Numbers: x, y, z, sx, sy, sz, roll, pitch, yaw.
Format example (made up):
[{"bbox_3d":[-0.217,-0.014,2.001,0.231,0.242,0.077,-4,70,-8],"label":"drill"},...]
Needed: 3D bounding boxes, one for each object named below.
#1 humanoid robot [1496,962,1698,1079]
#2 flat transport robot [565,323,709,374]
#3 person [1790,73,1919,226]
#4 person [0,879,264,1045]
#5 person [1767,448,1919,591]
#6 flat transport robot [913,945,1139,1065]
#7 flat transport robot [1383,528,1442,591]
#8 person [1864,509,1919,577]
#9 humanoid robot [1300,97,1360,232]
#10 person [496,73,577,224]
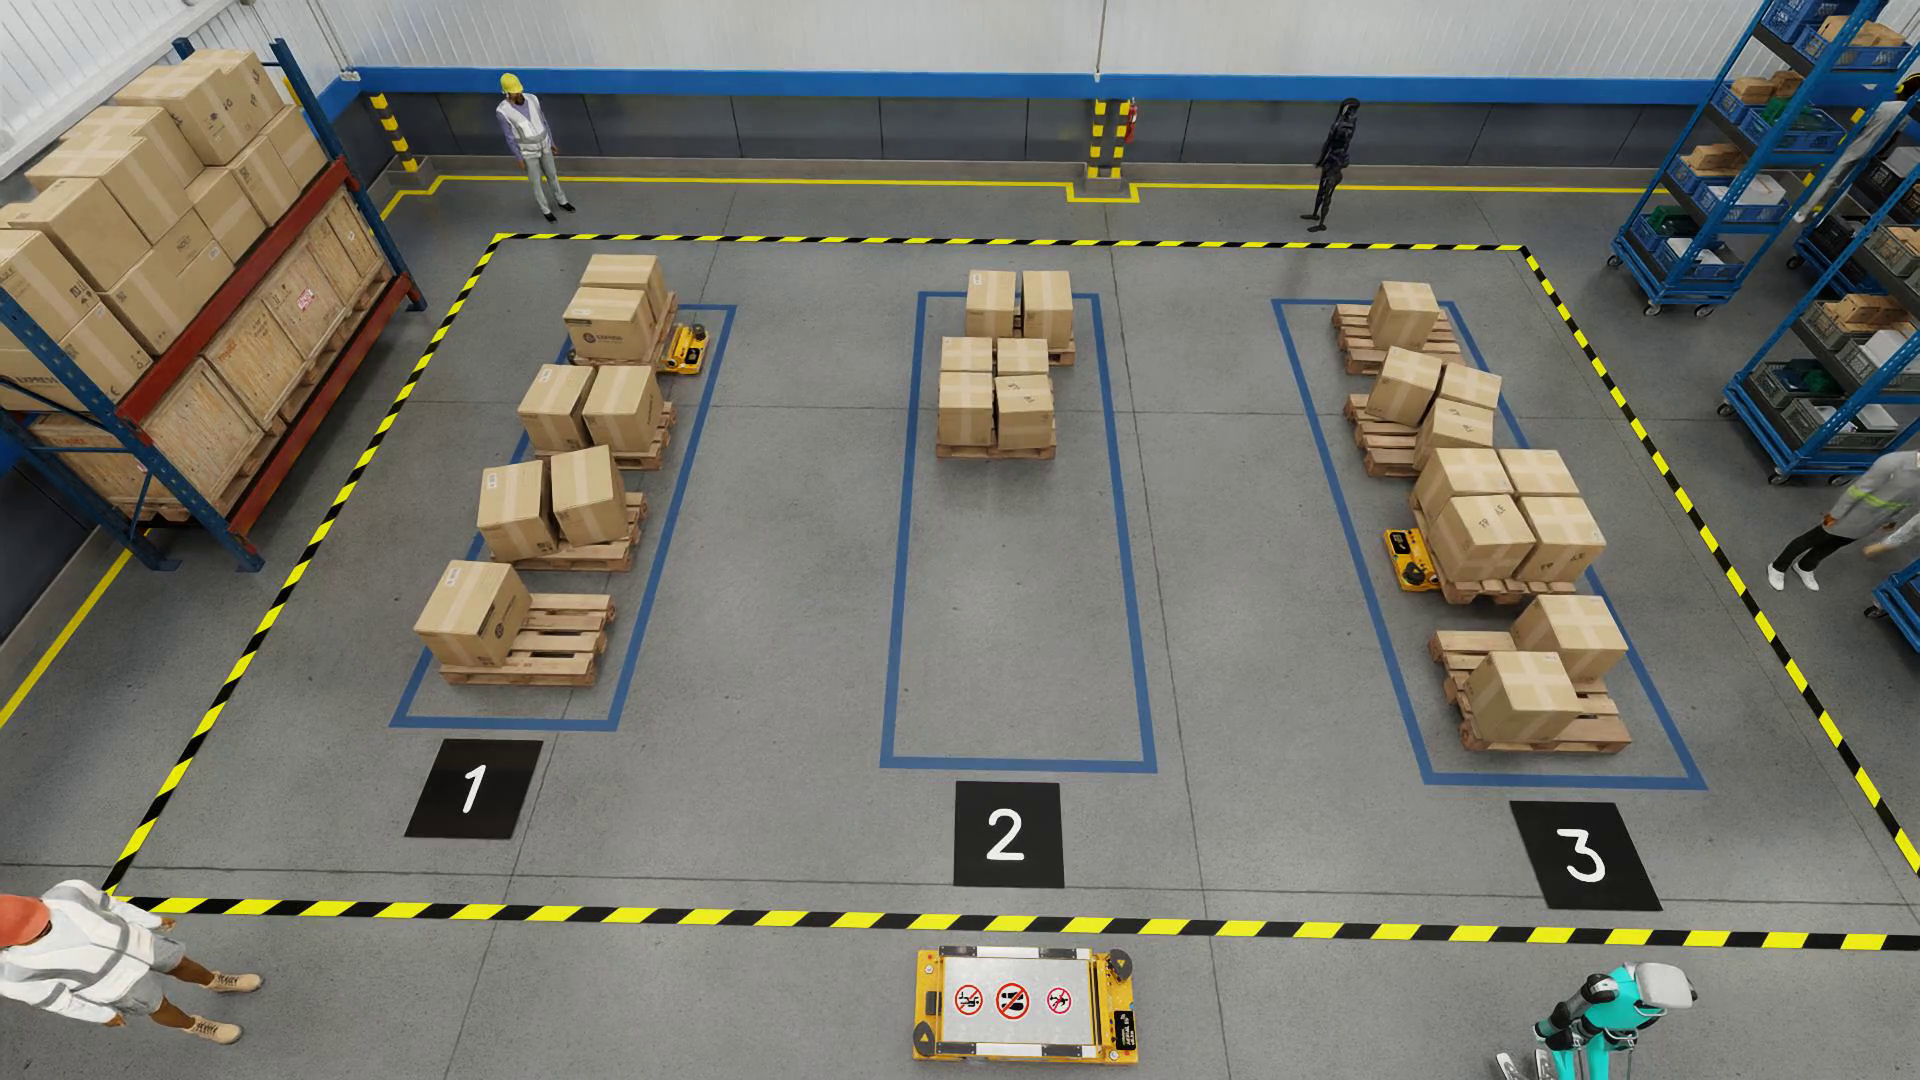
[{"bbox_3d":[3.555,2.907,5.082,0.533,1.677,0.735,0,51,0],"label":"humanoid robot"},{"bbox_3d":[-3.592,-2.150,10.220,1.431,0.197,0.652,1,51,1],"label":"flat transport robot"},{"bbox_3d":[11.174,-4.811,11.382,0.506,1.864,0.313,12,52,9],"label":"person"},{"bbox_3d":[-4.844,2.469,5.329,0.378,2.041,0.615,-1,51,-1],"label":"person"},{"bbox_3d":[7.572,-0.220,7.643,0.588,1.853,0.382,2,51,2],"label":"person"},{"bbox_3d":[0.422,3.041,6.007,1.431,0.231,0.659,1,51,1],"label":"flat transport robot"},{"bbox_3d":[4.689,0.155,8.342,1.431,0.197,0.652,1,51,1],"label":"flat transport robot"},{"bbox_3d":[8.607,-0.329,7.747,0.438,1.836,0.650,-16,53,-13],"label":"person"},{"bbox_3d":[4.606,-4.638,11.348,0.315,1.657,0.599,-1,51,0],"label":"humanoid robot"},{"bbox_3d":[-5.320,-4.901,11.472,0.404,1.832,0.591,30,57,22],"label":"person"}]
